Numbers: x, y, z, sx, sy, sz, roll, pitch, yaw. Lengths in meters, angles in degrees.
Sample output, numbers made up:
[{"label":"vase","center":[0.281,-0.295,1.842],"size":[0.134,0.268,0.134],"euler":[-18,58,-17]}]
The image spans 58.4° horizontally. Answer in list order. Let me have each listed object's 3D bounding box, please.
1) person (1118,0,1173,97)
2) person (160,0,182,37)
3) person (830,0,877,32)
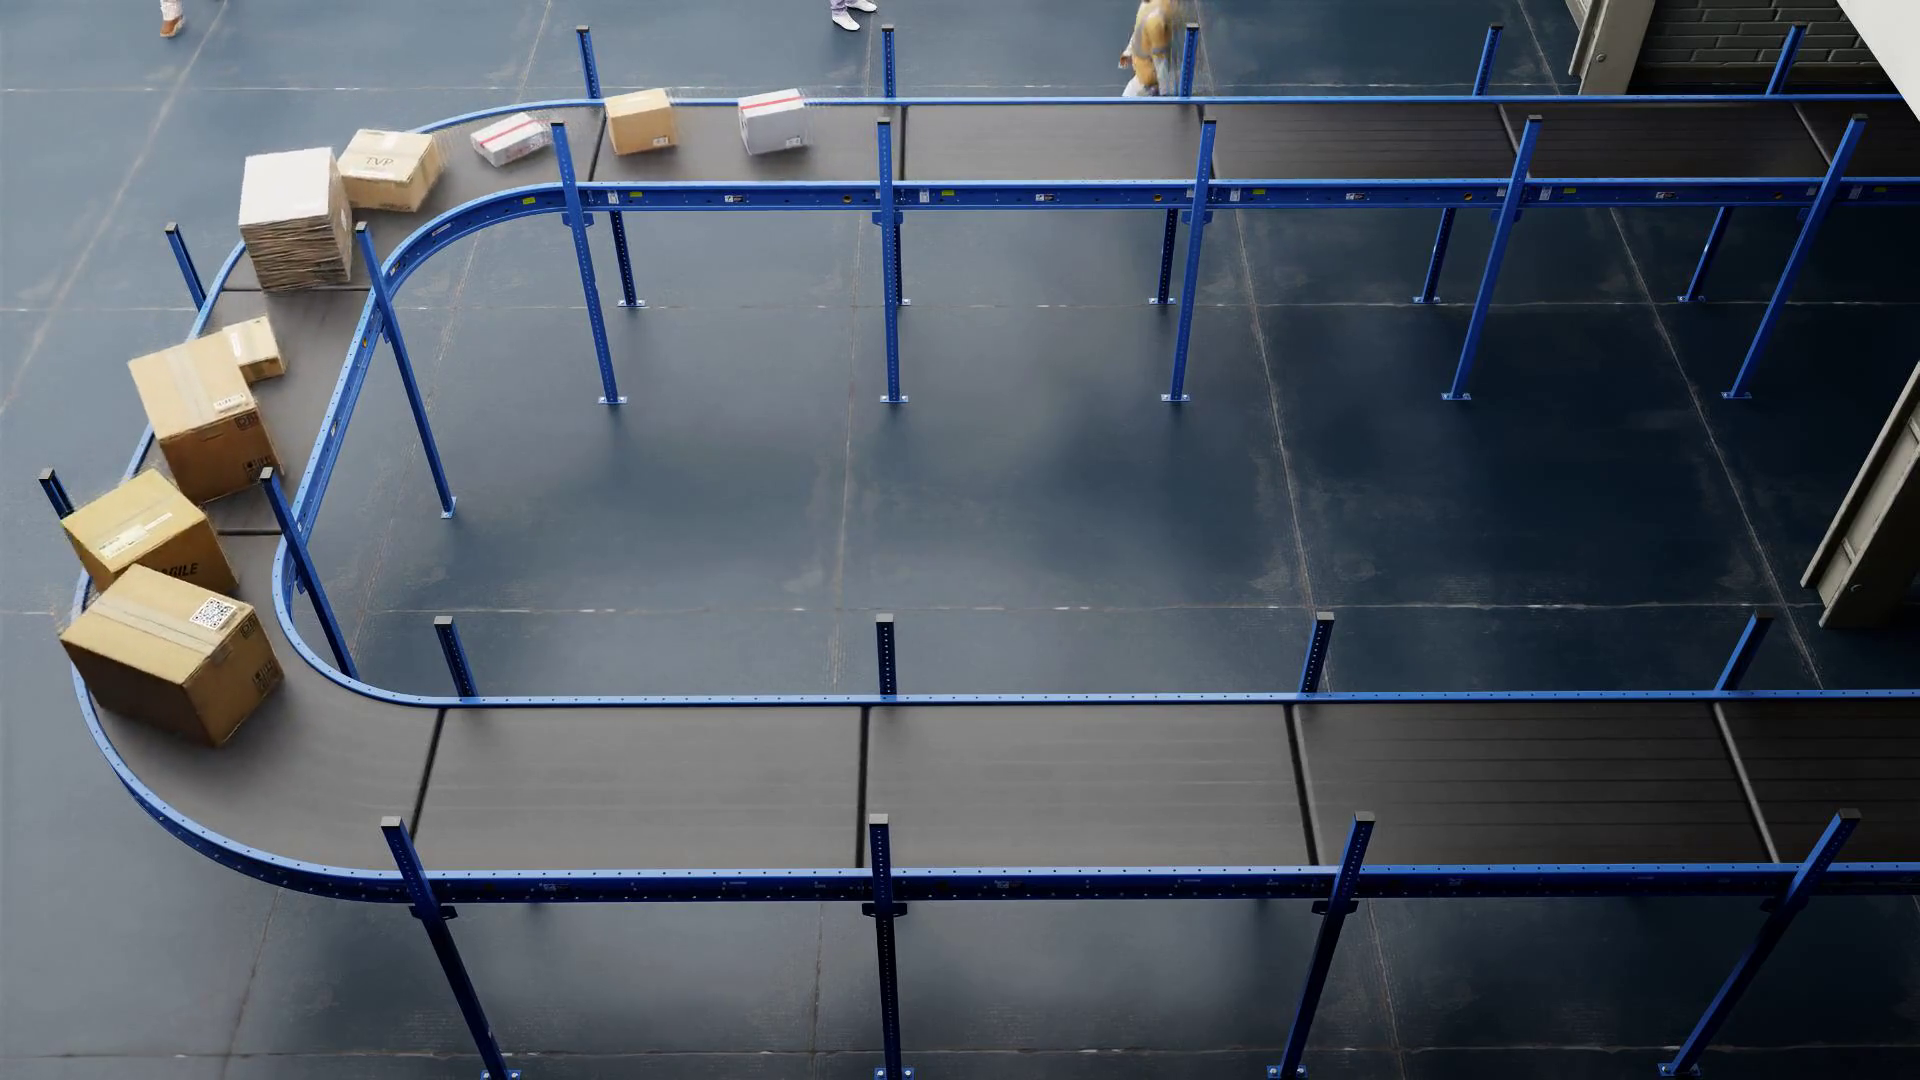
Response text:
[{"label":"person","center":[1.563,-3.703,13.450],"size":[0.982,1.893,0.544],"euler":[8,47,7]},{"label":"person","center":[-7.013,-5.547,15.125],"size":[0.628,1.954,1.003],"euler":[7,47,7]},{"label":"person","center":[-0.980,-5.447,15.059],"size":[0.408,1.908,0.641],"euler":[18,50,16]}]
